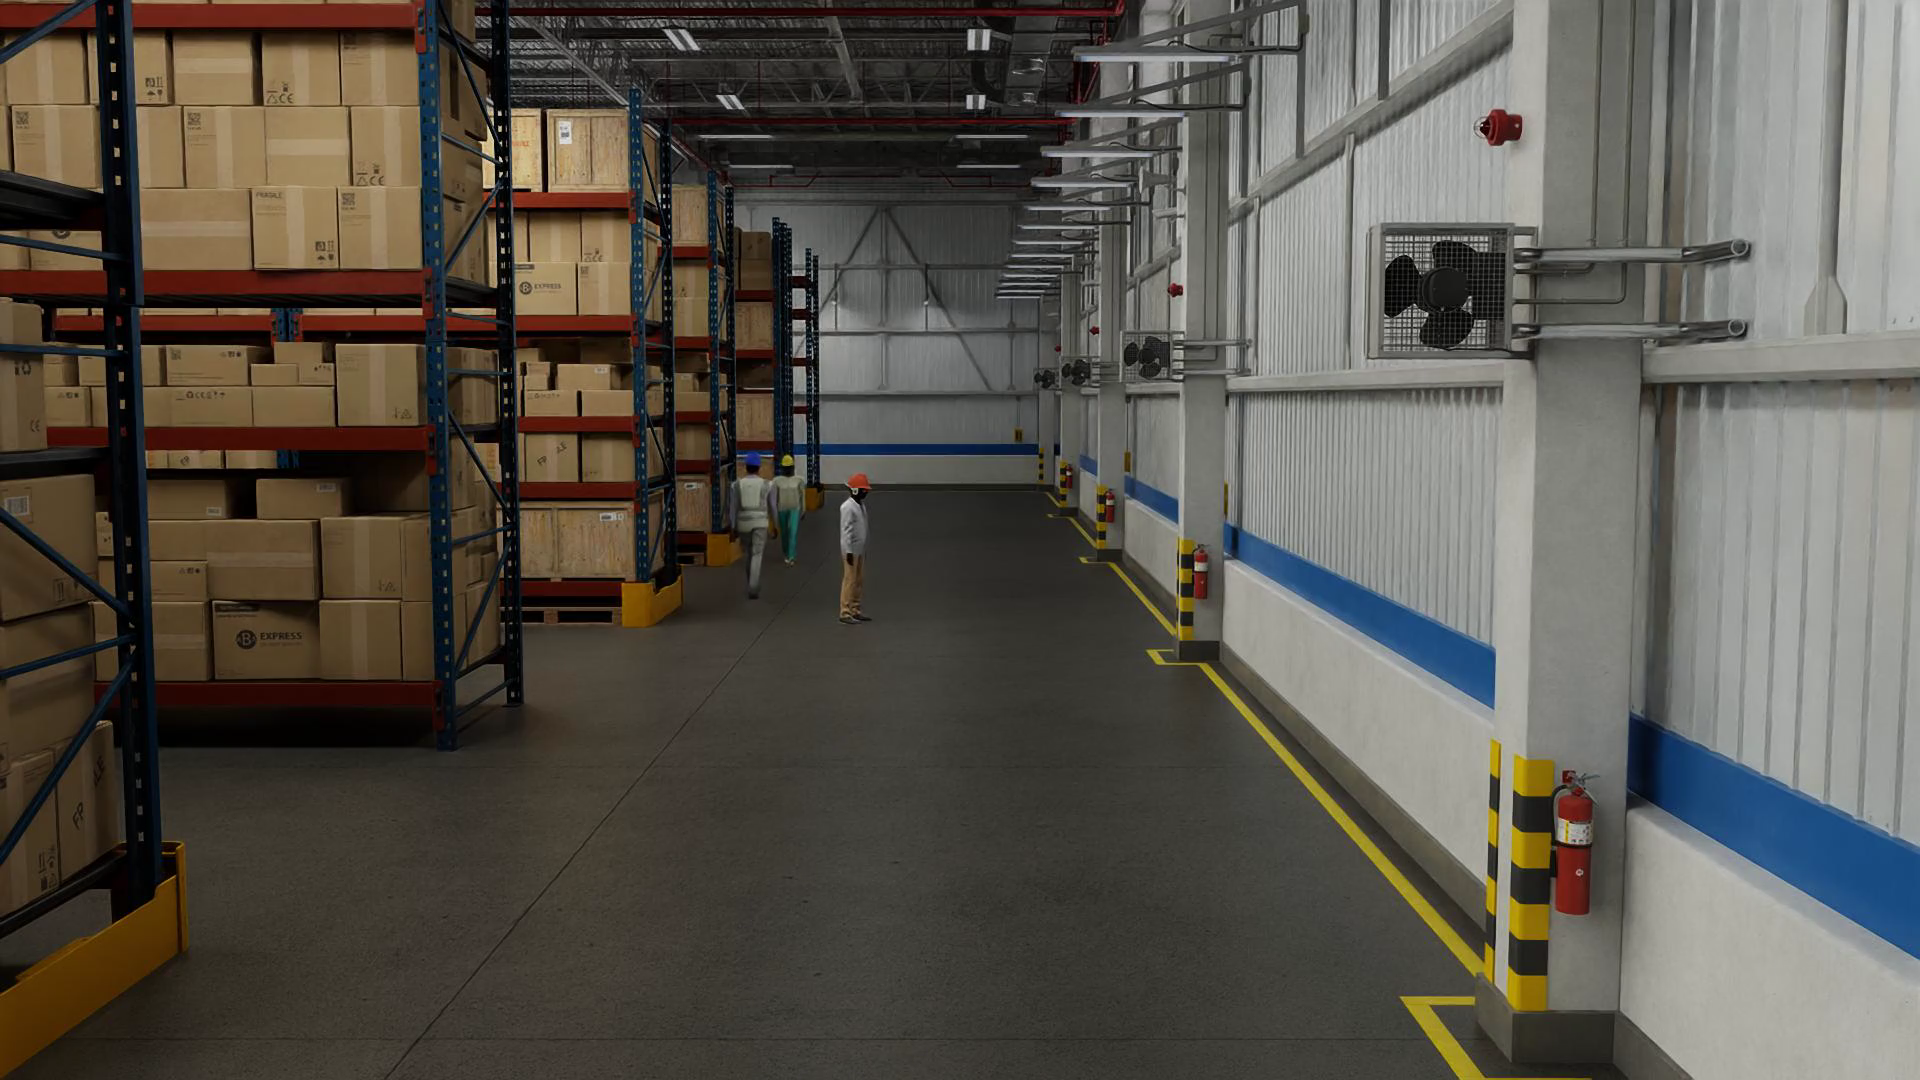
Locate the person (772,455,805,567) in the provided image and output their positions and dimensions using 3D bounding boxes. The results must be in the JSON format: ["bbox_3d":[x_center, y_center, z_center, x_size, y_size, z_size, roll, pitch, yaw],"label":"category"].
[{"bbox_3d":[-2.689,-0.472,26.023,0.534,1.736,0.828,0,5,-2],"label":"person"}]

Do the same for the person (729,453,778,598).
[{"bbox_3d":[-2.720,-0.191,21.854,0.620,1.901,0.994,0,5,3],"label":"person"}]

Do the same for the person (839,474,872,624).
[{"bbox_3d":[-1.193,0.101,19.298,0.351,1.742,0.574,2,5,19],"label":"person"}]
